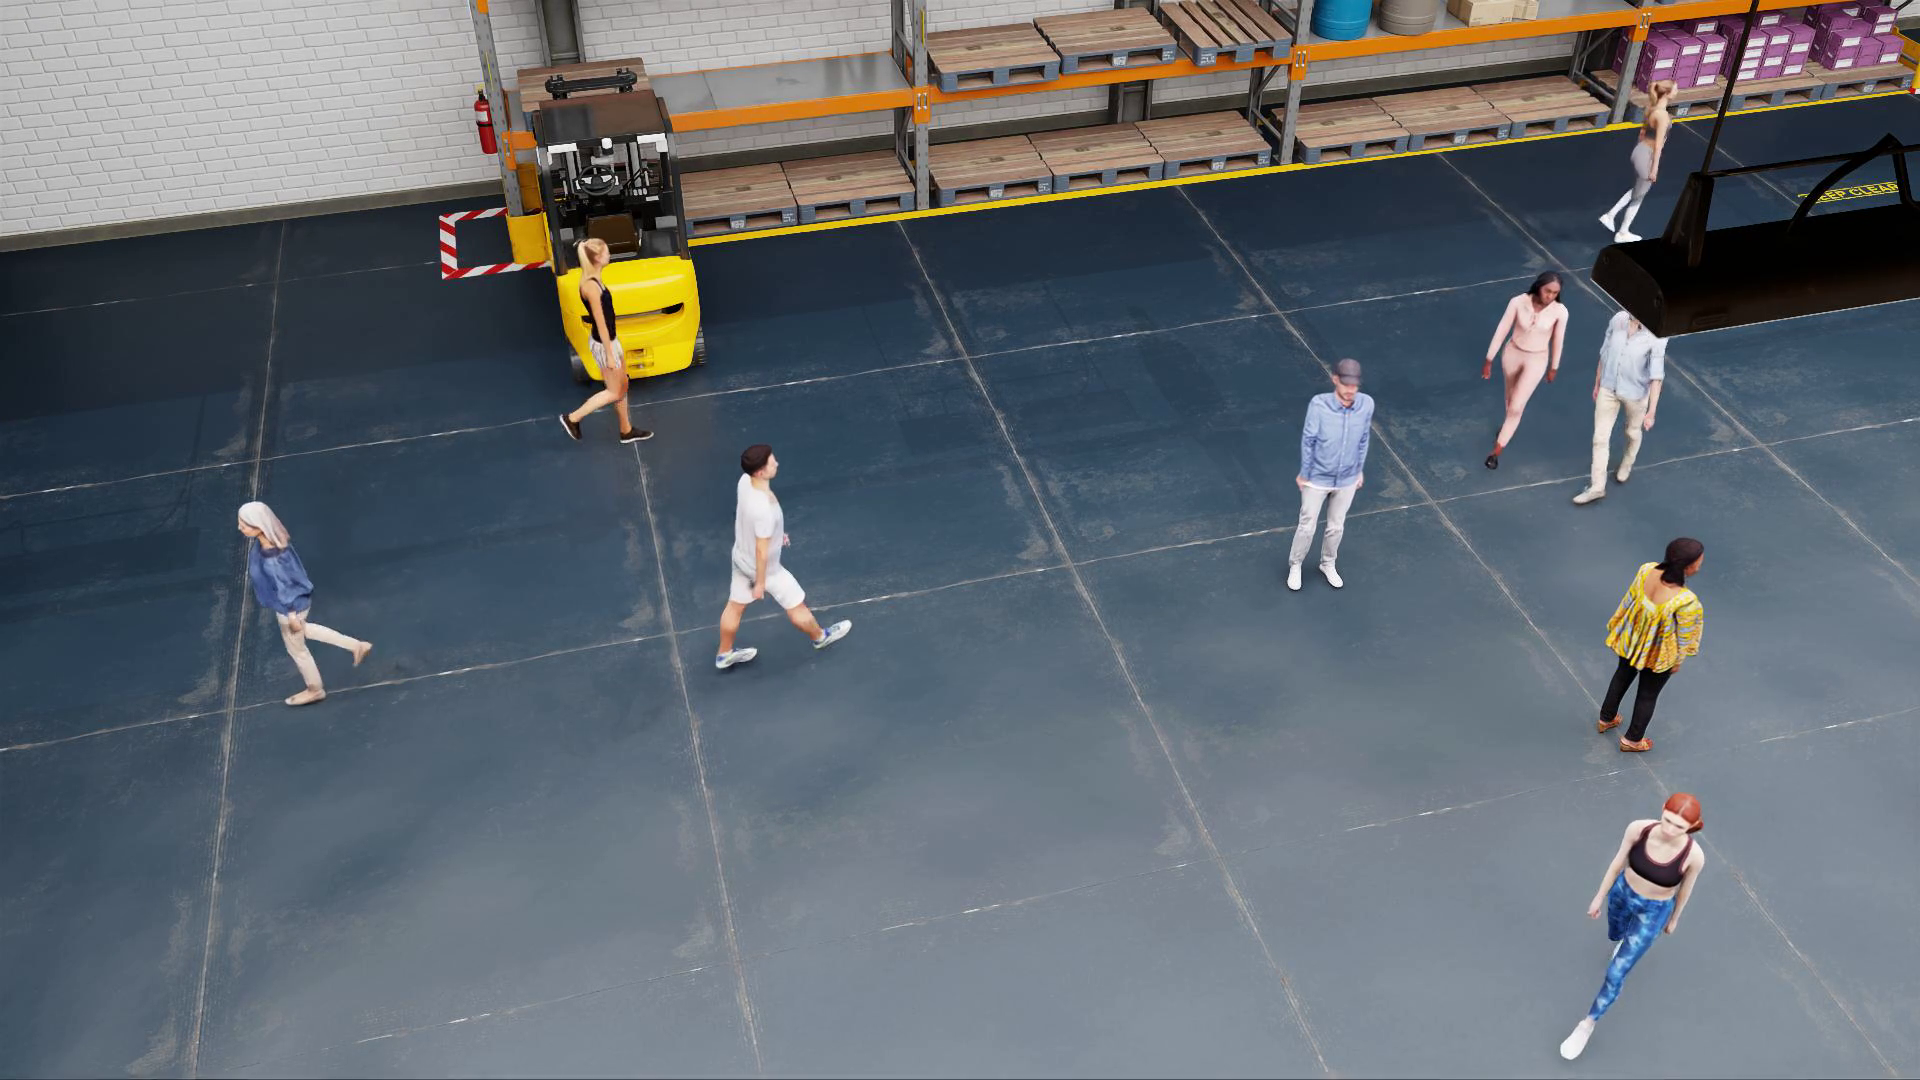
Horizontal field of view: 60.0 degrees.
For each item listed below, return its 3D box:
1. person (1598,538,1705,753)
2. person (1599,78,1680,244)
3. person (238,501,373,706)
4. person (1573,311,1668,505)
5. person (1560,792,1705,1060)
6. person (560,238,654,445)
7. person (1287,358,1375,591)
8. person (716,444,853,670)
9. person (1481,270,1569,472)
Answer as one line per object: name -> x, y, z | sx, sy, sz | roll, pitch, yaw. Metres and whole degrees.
person -> 4.395, 0.670, 10.601 | 0.794, 1.648, 0.759 | -16, 41, -19
person -> 6.481, -3.622, 15.938 | 0.730, 1.693, 0.650 | -2, 39, -2
person -> -4.299, 0.390, 10.931 | 0.851, 1.682, 0.623 | -11, 40, -14
person -> 5.152, -1.175, 12.776 | 1.034, 1.815, 1.184 | 24, 44, 27
person -> 3.658, 1.944, 8.934 | 1.026, 1.748, 1.264 | 30, 47, 32
person -> -2.916, -1.545, 13.234 | 0.960, 1.823, 0.665 | -5, 39, -6
person -> 2.645, -0.477, 11.844 | 0.554, 1.888, 0.752 | -3, 39, -4
person -> -1.437, 0.170, 11.104 | 1.246, 1.801, 0.835 | -17, 42, -20
person -> 4.503, -1.430, 13.211 | 1.131, 1.670, 1.219 | 23, 44, 26
